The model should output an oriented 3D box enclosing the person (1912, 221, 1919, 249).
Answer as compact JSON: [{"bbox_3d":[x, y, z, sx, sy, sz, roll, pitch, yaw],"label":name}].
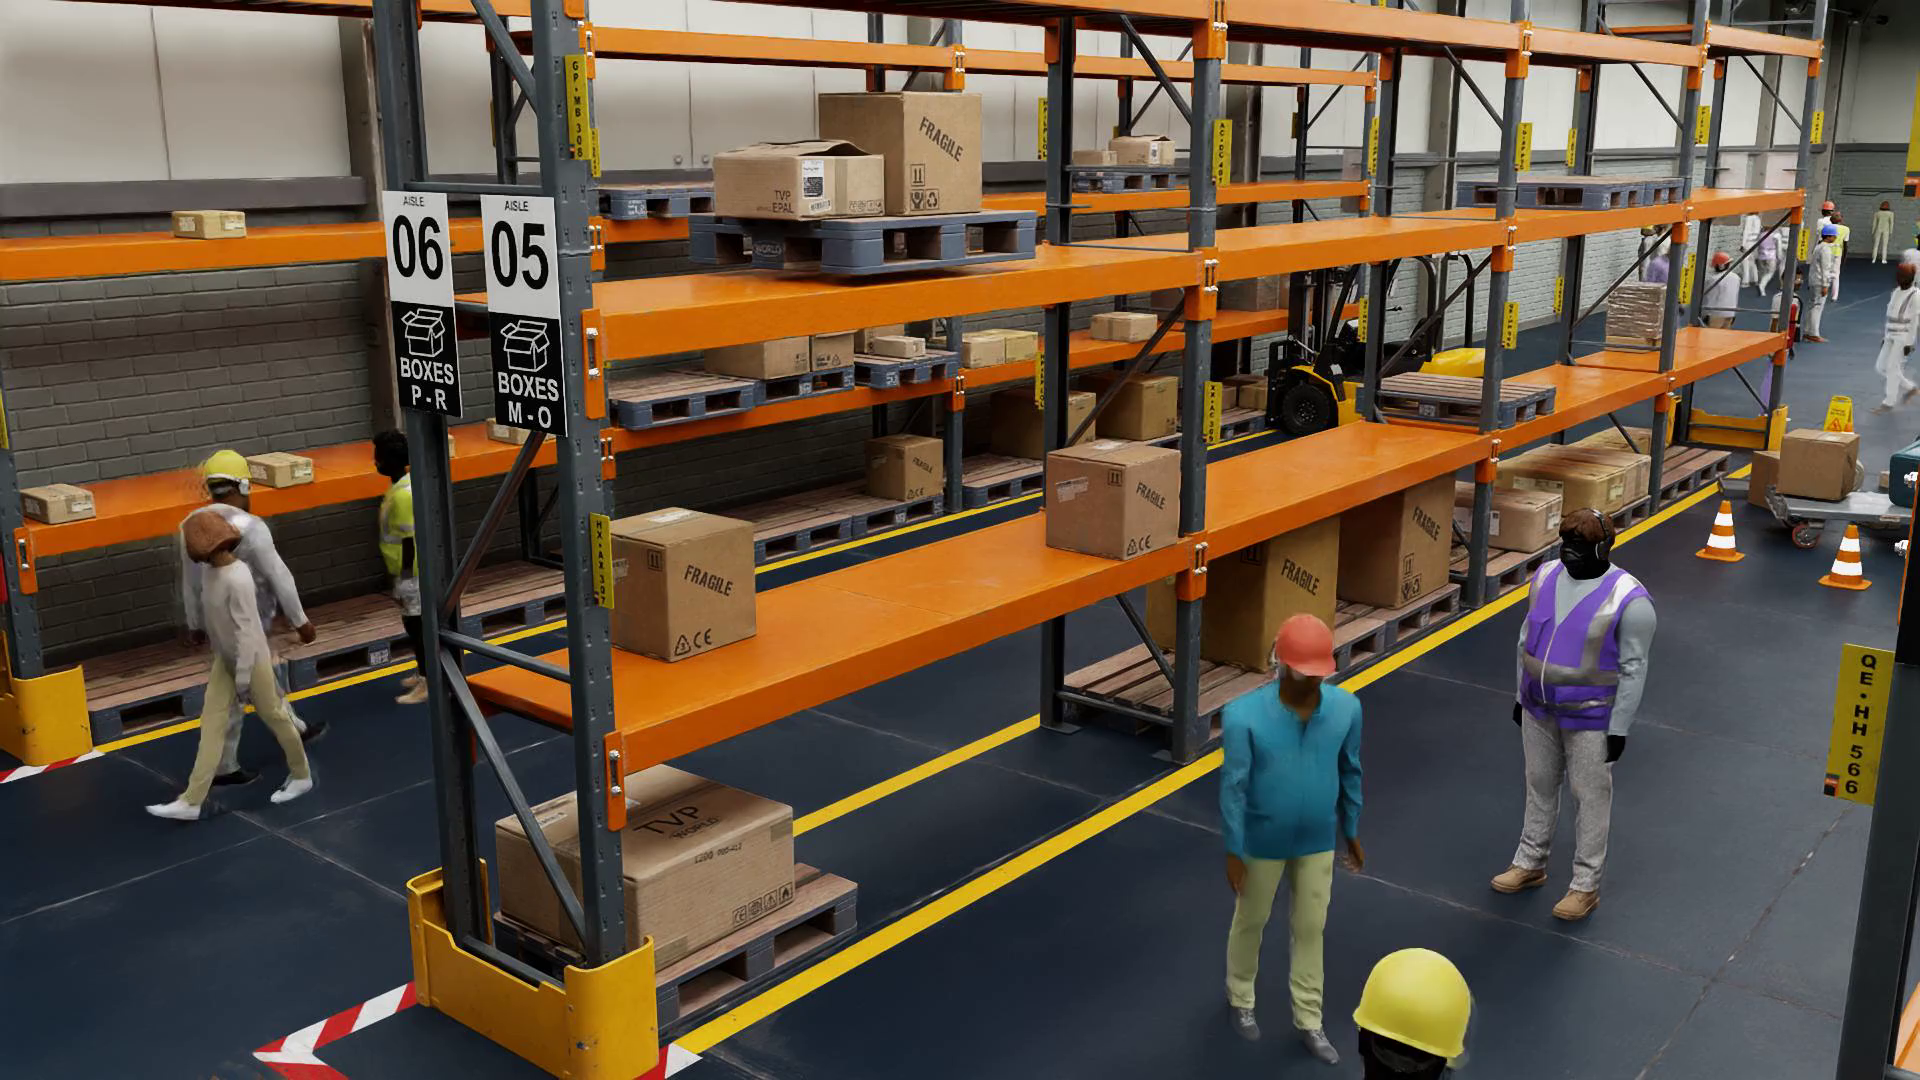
[{"bbox_3d":[20.411,-6.070,35.075,0.594,1.932,0.413,8,16,29],"label":"person"}]

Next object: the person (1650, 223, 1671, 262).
[{"bbox_3d":[12.425,-4.756,29.644,0.372,1.940,0.632,7,16,27],"label":"person"}]

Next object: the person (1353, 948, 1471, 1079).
[{"bbox_3d":[0.785,1.728,3.392,0.684,1.855,0.927,1,14,2],"label":"person"}]

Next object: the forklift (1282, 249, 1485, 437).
[{"bbox_3d":[4.886,-2.214,18.767,2.313,2.155,1.214,11,18,38],"label":"forklift"}]

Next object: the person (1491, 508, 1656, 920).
[{"bbox_3d":[2.710,0.760,7.389,0.429,1.844,0.624,-9,16,-32],"label":"person"}]

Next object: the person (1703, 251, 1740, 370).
[{"bbox_3d":[11.080,-3.331,24.251,0.570,1.743,0.368,-8,16,-28],"label":"person"}]

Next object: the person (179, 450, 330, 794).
[{"bbox_3d":[-3.776,0.403,8.950,0.613,1.776,0.915,9,17,33],"label":"person"}]

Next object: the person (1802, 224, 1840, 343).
[{"bbox_3d":[14.257,-4.243,27.535,0.406,1.947,0.606,3,14,12],"label":"person"}]

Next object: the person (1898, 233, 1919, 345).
[{"bbox_3d":[15.701,-4.107,27.188,0.543,1.844,0.776,0,14,1],"label":"person"}]

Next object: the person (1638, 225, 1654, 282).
[{"bbox_3d":[13.277,-5.313,32.312,0.290,1.746,0.487,7,15,26],"label":"person"}]

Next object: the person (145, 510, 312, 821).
[{"bbox_3d":[-3.714,0.639,8.403,0.530,1.566,0.849,12,18,40],"label":"person"}]

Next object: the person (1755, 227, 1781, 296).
[{"bbox_3d":[17.023,-5.944,35.136,0.594,1.616,0.524,-11,18,-38],"label":"person"}]

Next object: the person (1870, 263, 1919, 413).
[{"bbox_3d":[11.671,-2.497,20.592,0.553,1.866,0.586,0,14,0],"label":"person"}]

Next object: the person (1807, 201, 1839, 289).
[{"bbox_3d":[19.035,-6.479,36.654,0.548,1.942,0.343,-5,15,-20],"label":"person"}]

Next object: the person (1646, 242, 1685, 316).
[{"bbox_3d":[10.468,-3.517,24.733,0.685,1.876,0.422,-5,15,-20],"label":"person"}]

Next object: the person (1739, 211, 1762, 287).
[{"bbox_3d":[17.803,-6.612,37.393,0.673,1.860,0.375,-10,17,-35],"label":"person"}]

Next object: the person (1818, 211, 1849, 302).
[{"bbox_3d":[17.832,-5.789,34.040,0.571,1.843,0.373,5,15,21],"label":"person"}]

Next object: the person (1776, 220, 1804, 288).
[{"bbox_3d":[18.350,-6.501,36.903,0.585,1.865,0.589,12,18,41],"label":"person"}]

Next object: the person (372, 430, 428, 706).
[{"bbox_3d":[-3.360,0.163,10.137,0.329,1.691,0.601,-5,15,-19],"label":"person"}]

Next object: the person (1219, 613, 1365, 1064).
[{"bbox_3d":[1.248,1.093,6.255,0.574,1.753,0.377,-3,14,-10],"label":"person"}]

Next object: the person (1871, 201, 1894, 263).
[{"bbox_3d":[24.523,-8.185,44.235,0.499,1.634,0.279,10,17,34],"label":"person"}]

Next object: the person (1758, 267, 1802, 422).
[{"bbox_3d":[9.853,-2.331,19.910,0.519,1.873,0.335,-11,18,-38],"label":"person"}]
